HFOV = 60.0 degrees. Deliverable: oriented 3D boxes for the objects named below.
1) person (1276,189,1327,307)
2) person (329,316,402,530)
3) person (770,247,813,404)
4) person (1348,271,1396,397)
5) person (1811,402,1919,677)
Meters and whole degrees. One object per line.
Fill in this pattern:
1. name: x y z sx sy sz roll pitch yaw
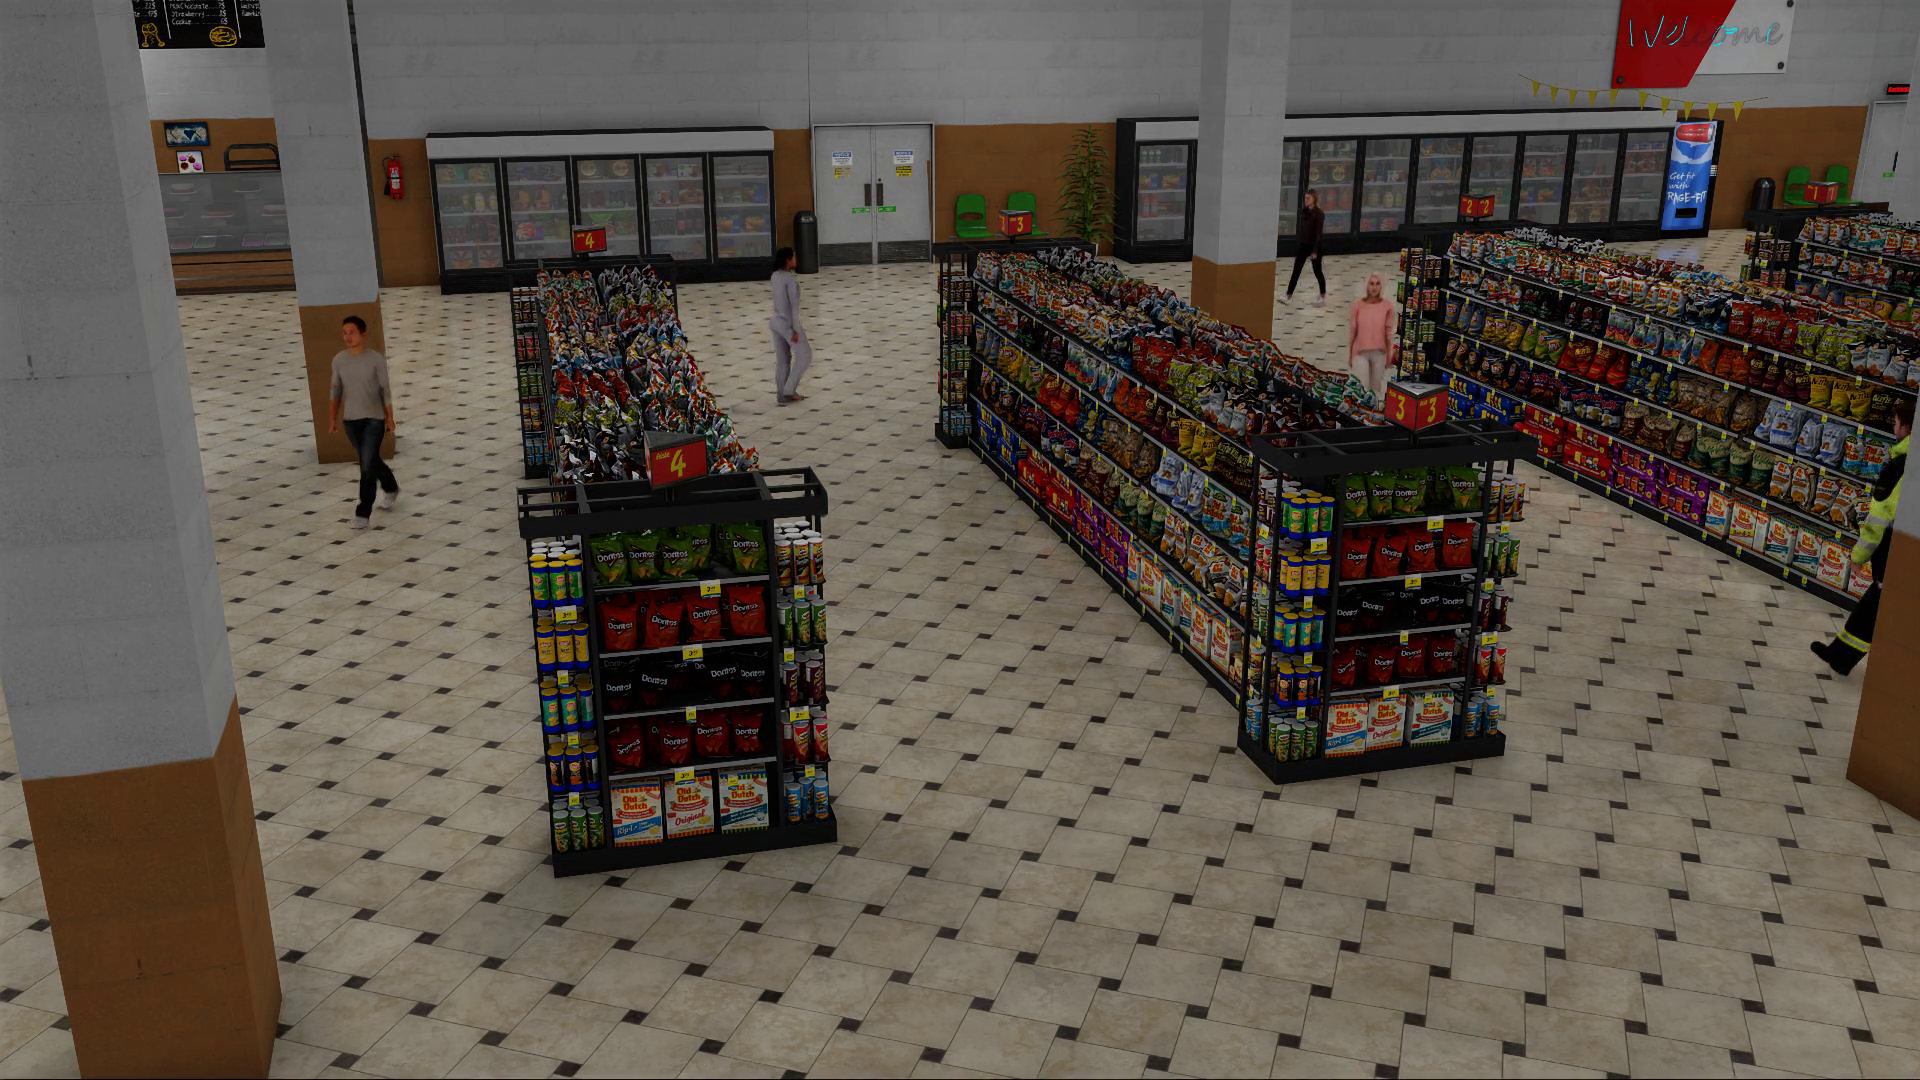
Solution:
1. person: 5.074 -4.135 23.758 0.942 1.646 1.127 -12 22 -32
2. person: -5.112 -1.046 14.400 0.978 1.772 1.246 3 19 8
3. person: -1.986 -2.352 18.346 0.792 1.726 0.690 -14 23 -36
4. person: 4.194 -1.907 17.057 0.842 1.706 1.079 3 19 8
5. person: 6.147 0.131 10.666 1.096 1.928 1.375 -13 23 -34
